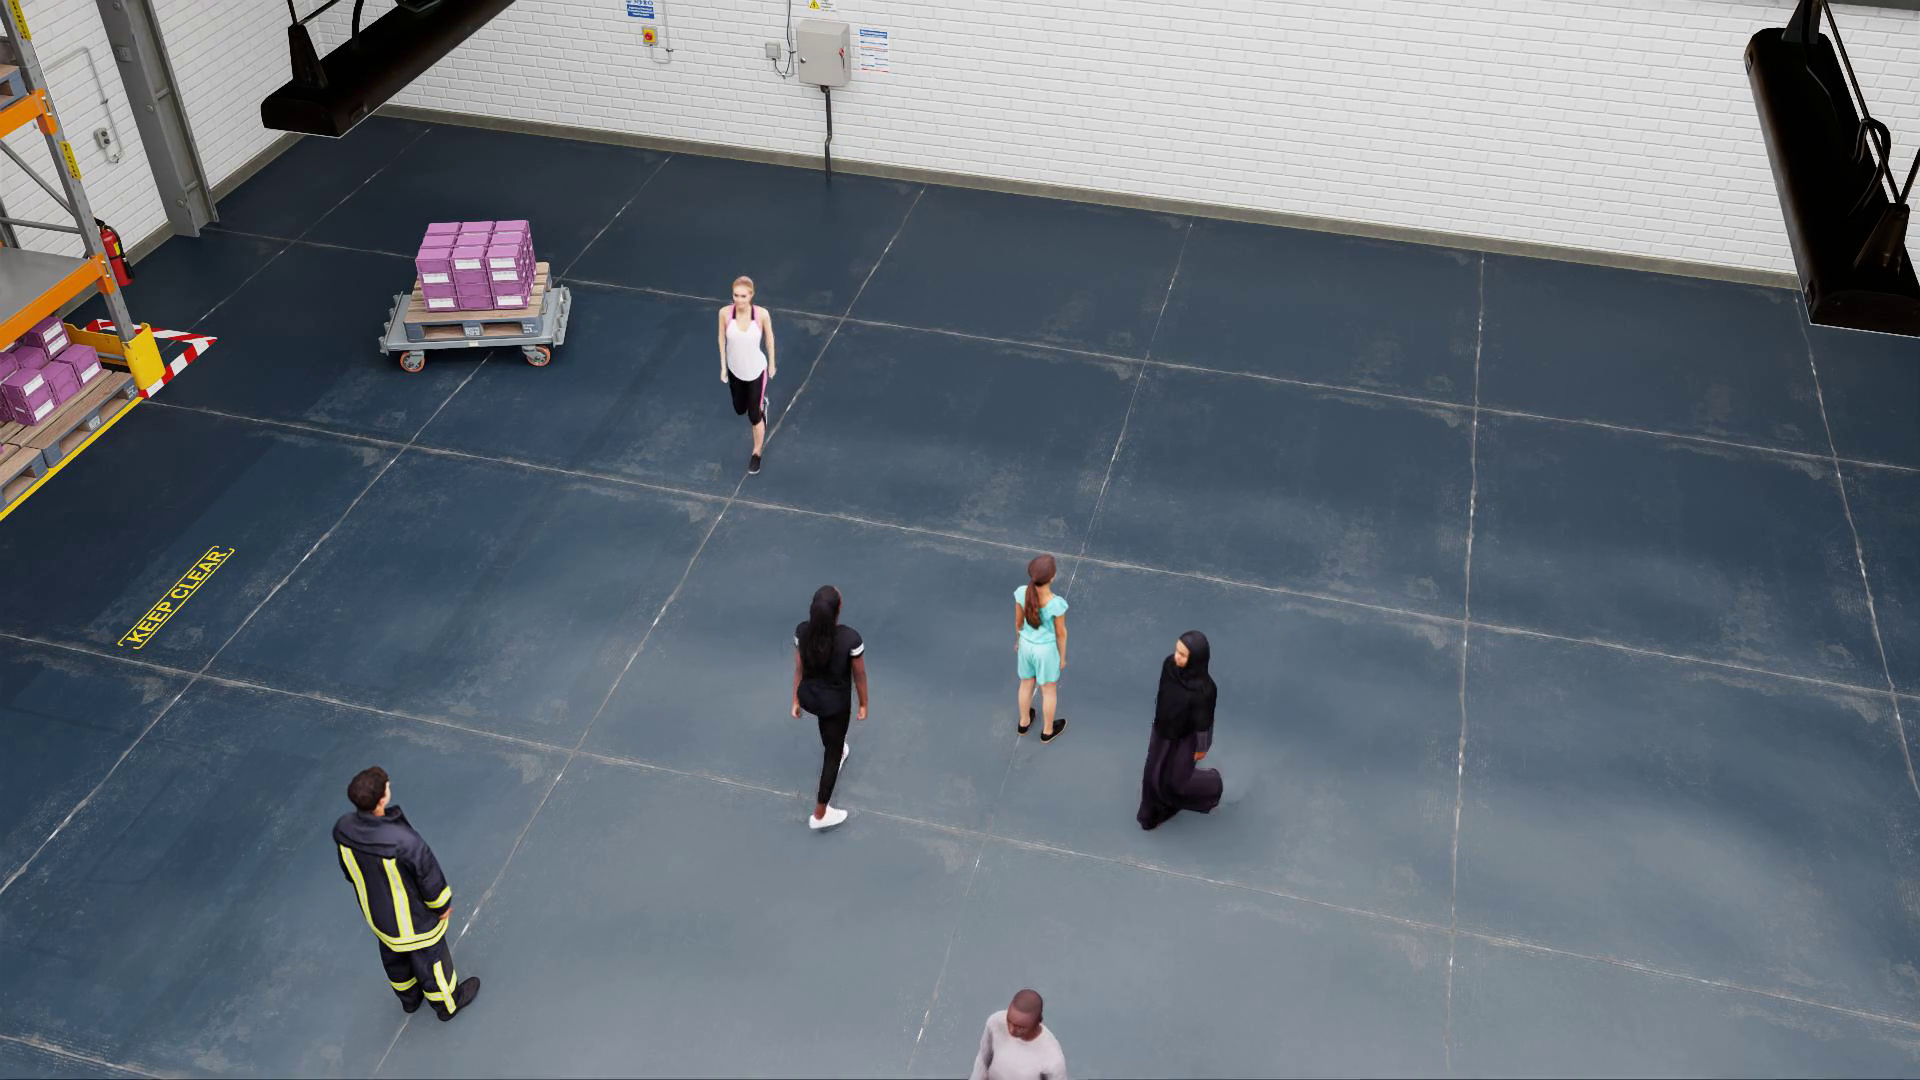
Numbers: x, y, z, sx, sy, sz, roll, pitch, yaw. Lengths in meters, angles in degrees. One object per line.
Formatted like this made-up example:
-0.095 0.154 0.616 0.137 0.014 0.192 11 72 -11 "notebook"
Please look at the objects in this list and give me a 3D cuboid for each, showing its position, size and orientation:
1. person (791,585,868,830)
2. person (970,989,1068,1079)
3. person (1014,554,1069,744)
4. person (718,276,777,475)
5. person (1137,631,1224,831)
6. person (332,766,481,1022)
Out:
-0.874 1.089 10.694 0.672 1.684 1.037 13 41 16 "person"
0.387 2.800 8.505 0.953 1.741 1.140 32 48 33 "person"
0.541 0.724 11.252 0.600 1.558 0.598 19 42 22 "person"
-1.738 -1.442 13.793 0.665 1.771 0.961 5 39 7 "person"
1.453 1.194 10.626 0.928 1.605 0.867 -20 43 -23 "person"
-3.149 2.009 9.347 0.797 1.927 0.679 13 40 16 "person"
